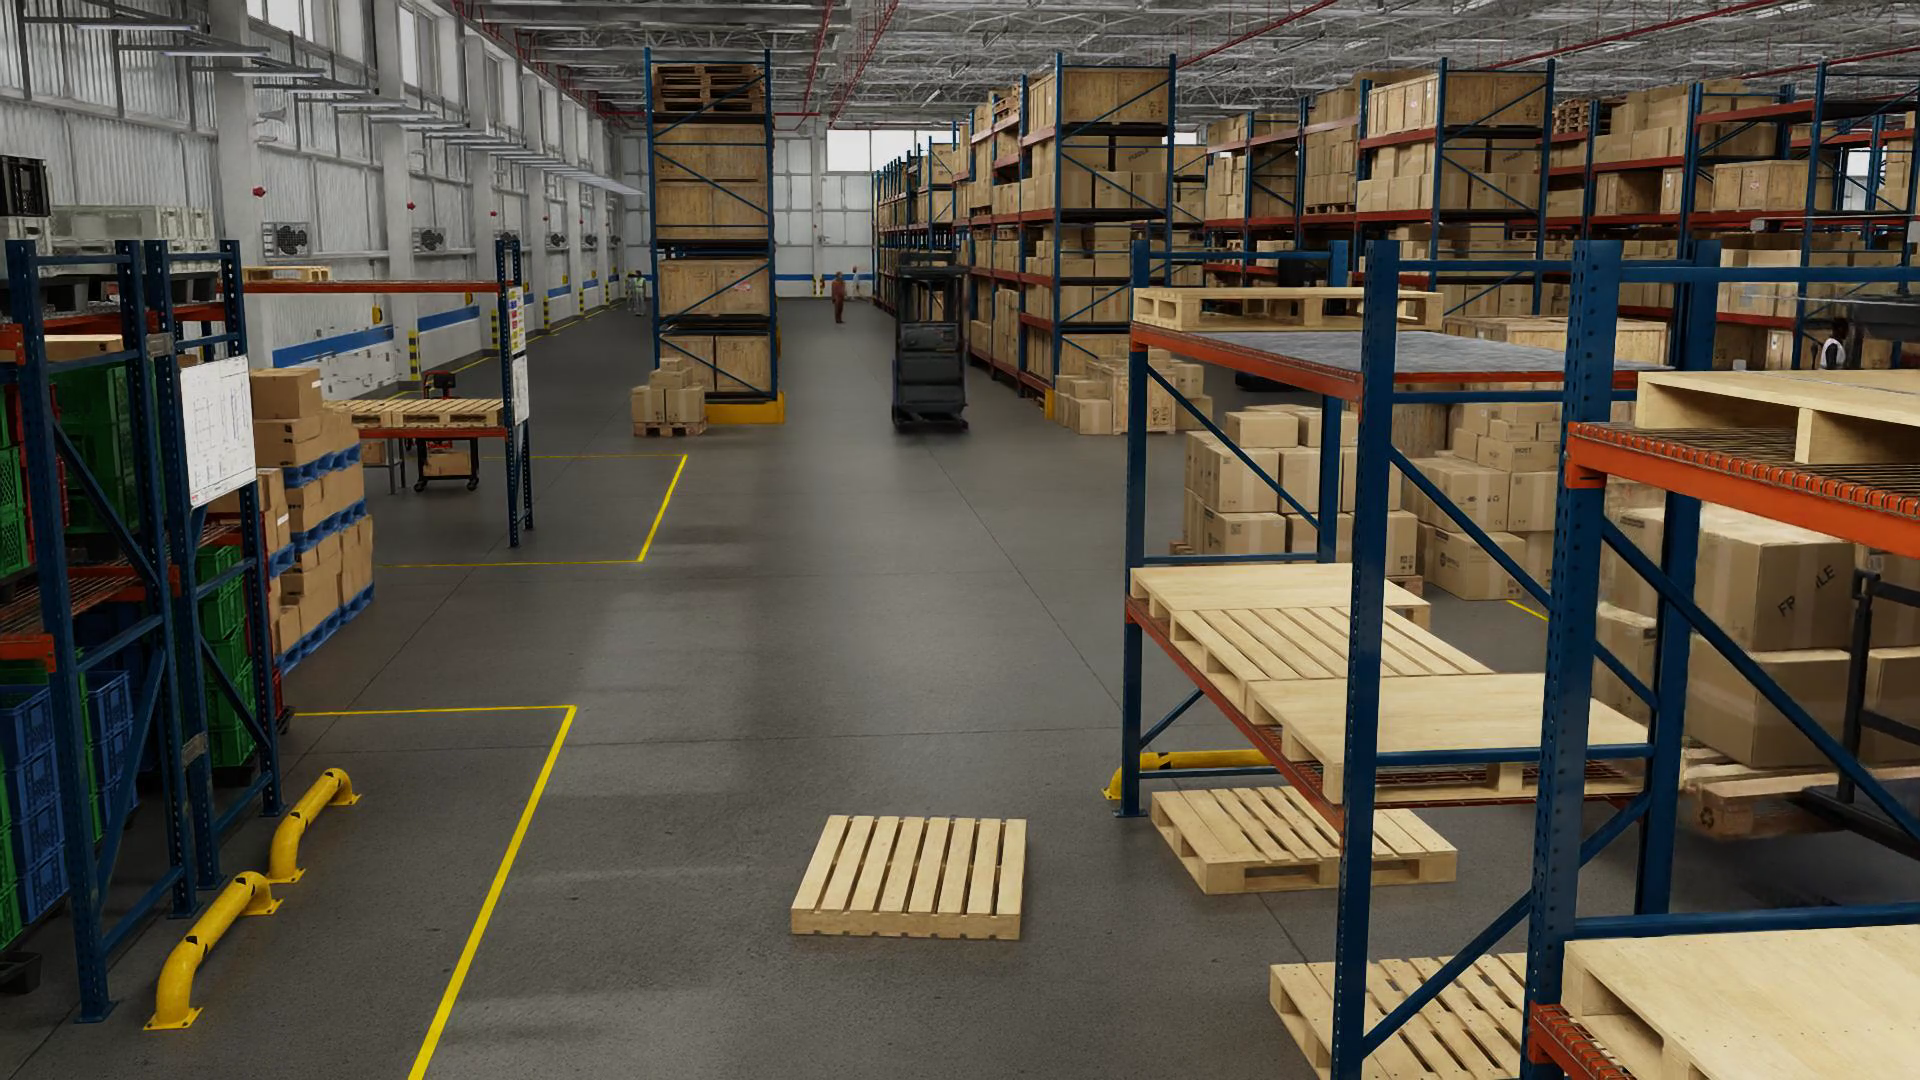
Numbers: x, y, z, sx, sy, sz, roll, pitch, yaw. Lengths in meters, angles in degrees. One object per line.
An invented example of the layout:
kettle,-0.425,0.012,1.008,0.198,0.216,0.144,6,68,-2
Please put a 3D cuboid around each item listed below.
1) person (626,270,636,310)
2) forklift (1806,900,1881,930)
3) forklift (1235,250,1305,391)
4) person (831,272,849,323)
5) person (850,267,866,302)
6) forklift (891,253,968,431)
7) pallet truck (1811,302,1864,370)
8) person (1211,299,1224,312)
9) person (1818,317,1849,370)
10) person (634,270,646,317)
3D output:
person,-14.214,-10.802,71.967,0.480,1.733,0.339,-7,12,-35
forklift,4.453,0.482,6.261,1.129,2.768,1.873,-2,11,-13
forklift,6.625,-4.453,33.609,1.873,2.768,1.129,-1,10,-6
person,-4.424,-8.858,60.828,0.546,1.884,0.697,8,13,38
person,-5.073,-12.663,82.290,0.761,1.730,0.557,-1,10,-5
forklift,-0.531,-3.256,26.977,1.129,2.768,1.873,-1,10,-6
pallet truck,15.846,-3.142,28.793,1.885,1.965,0.823,2,10,12
person,9.337,-8.752,60.196,0.640,1.884,1.029,-2,11,-13
person,12.777,-2.310,24.432,0.385,1.911,0.592,6,12,29
person,-12.712,-9.803,66.142,0.564,1.837,0.388,7,12,33
